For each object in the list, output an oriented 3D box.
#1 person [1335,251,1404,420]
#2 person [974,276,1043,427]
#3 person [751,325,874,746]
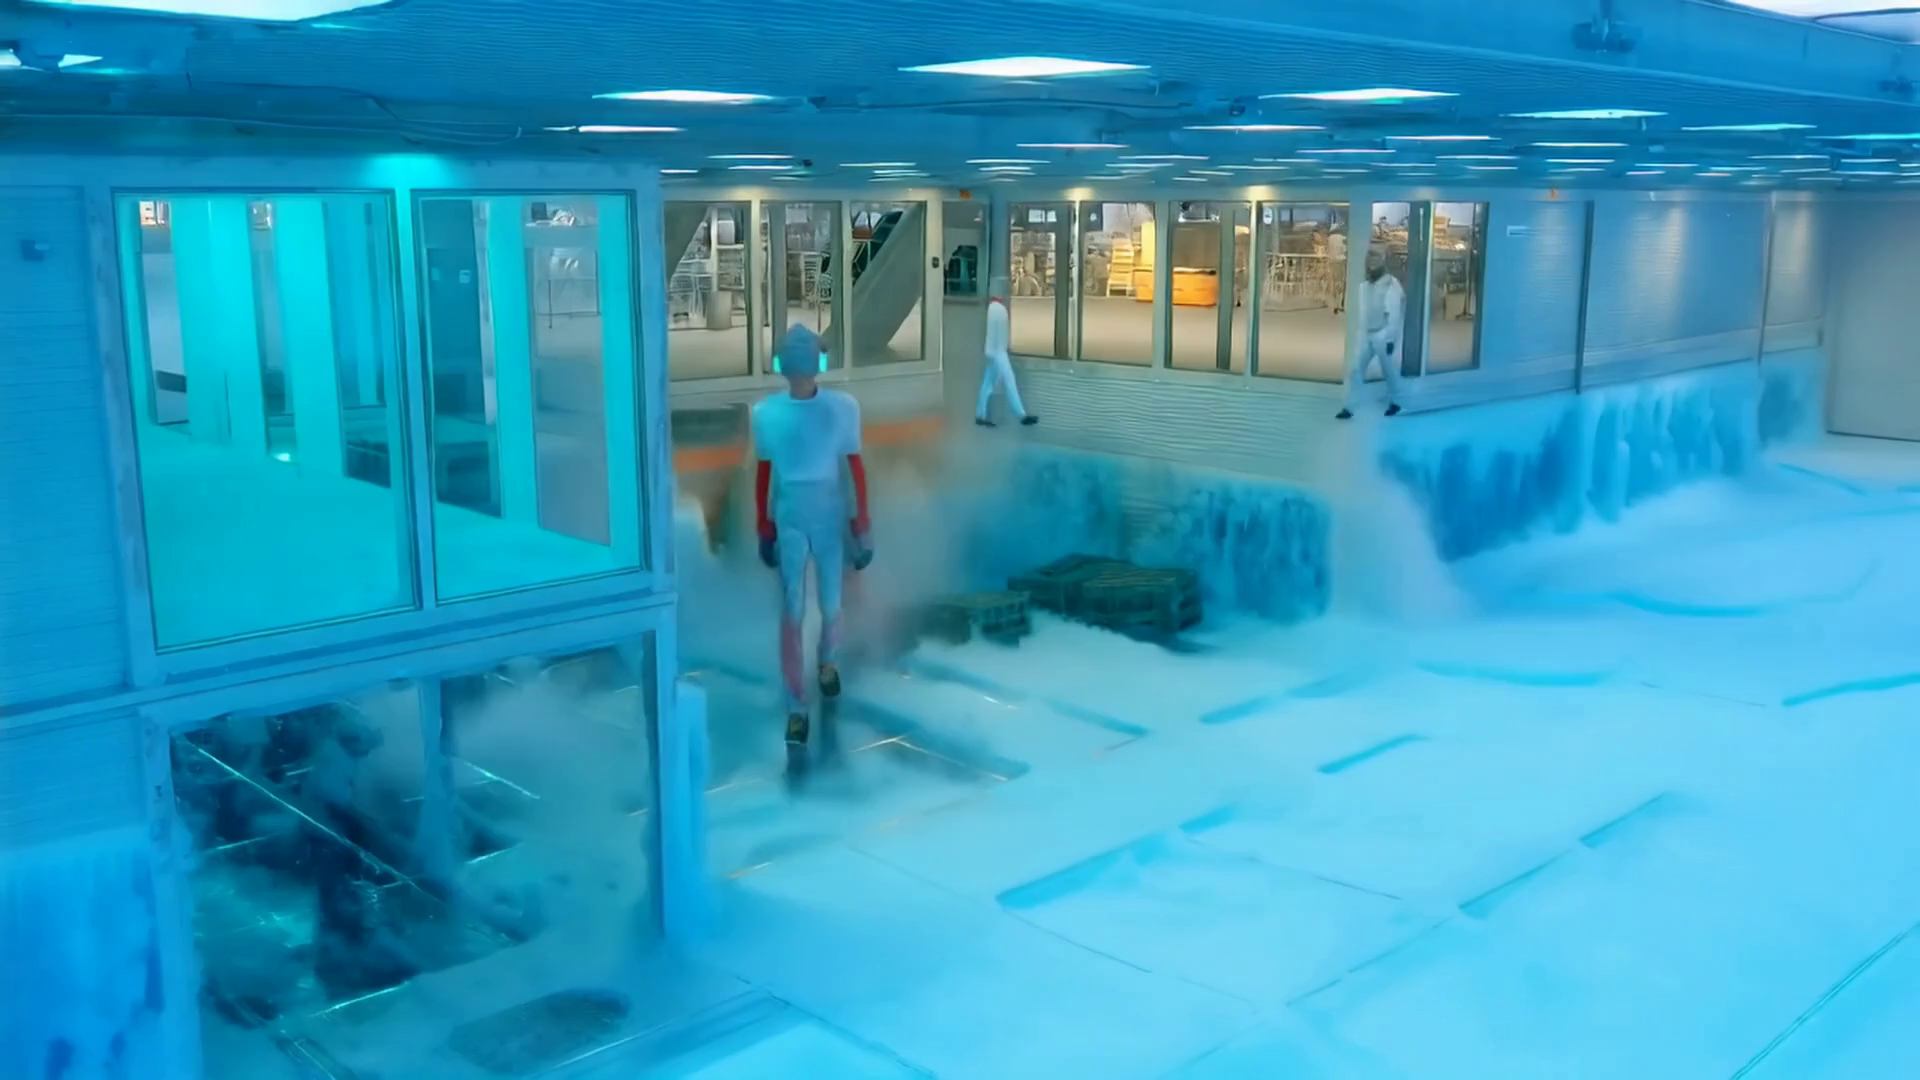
[{"bbox_3d":[4.626,-2.276,18.501,0.985,1.862,0.661,-9,15,-39],"label":"person"},{"bbox_3d":[0.514,-1.983,17.640,0.811,1.594,0.528,1,11,5],"label":"person"},{"bbox_3d":[-0.668,-0.074,7.560,0.530,1.832,0.949,-1,11,-6],"label":"person"}]
